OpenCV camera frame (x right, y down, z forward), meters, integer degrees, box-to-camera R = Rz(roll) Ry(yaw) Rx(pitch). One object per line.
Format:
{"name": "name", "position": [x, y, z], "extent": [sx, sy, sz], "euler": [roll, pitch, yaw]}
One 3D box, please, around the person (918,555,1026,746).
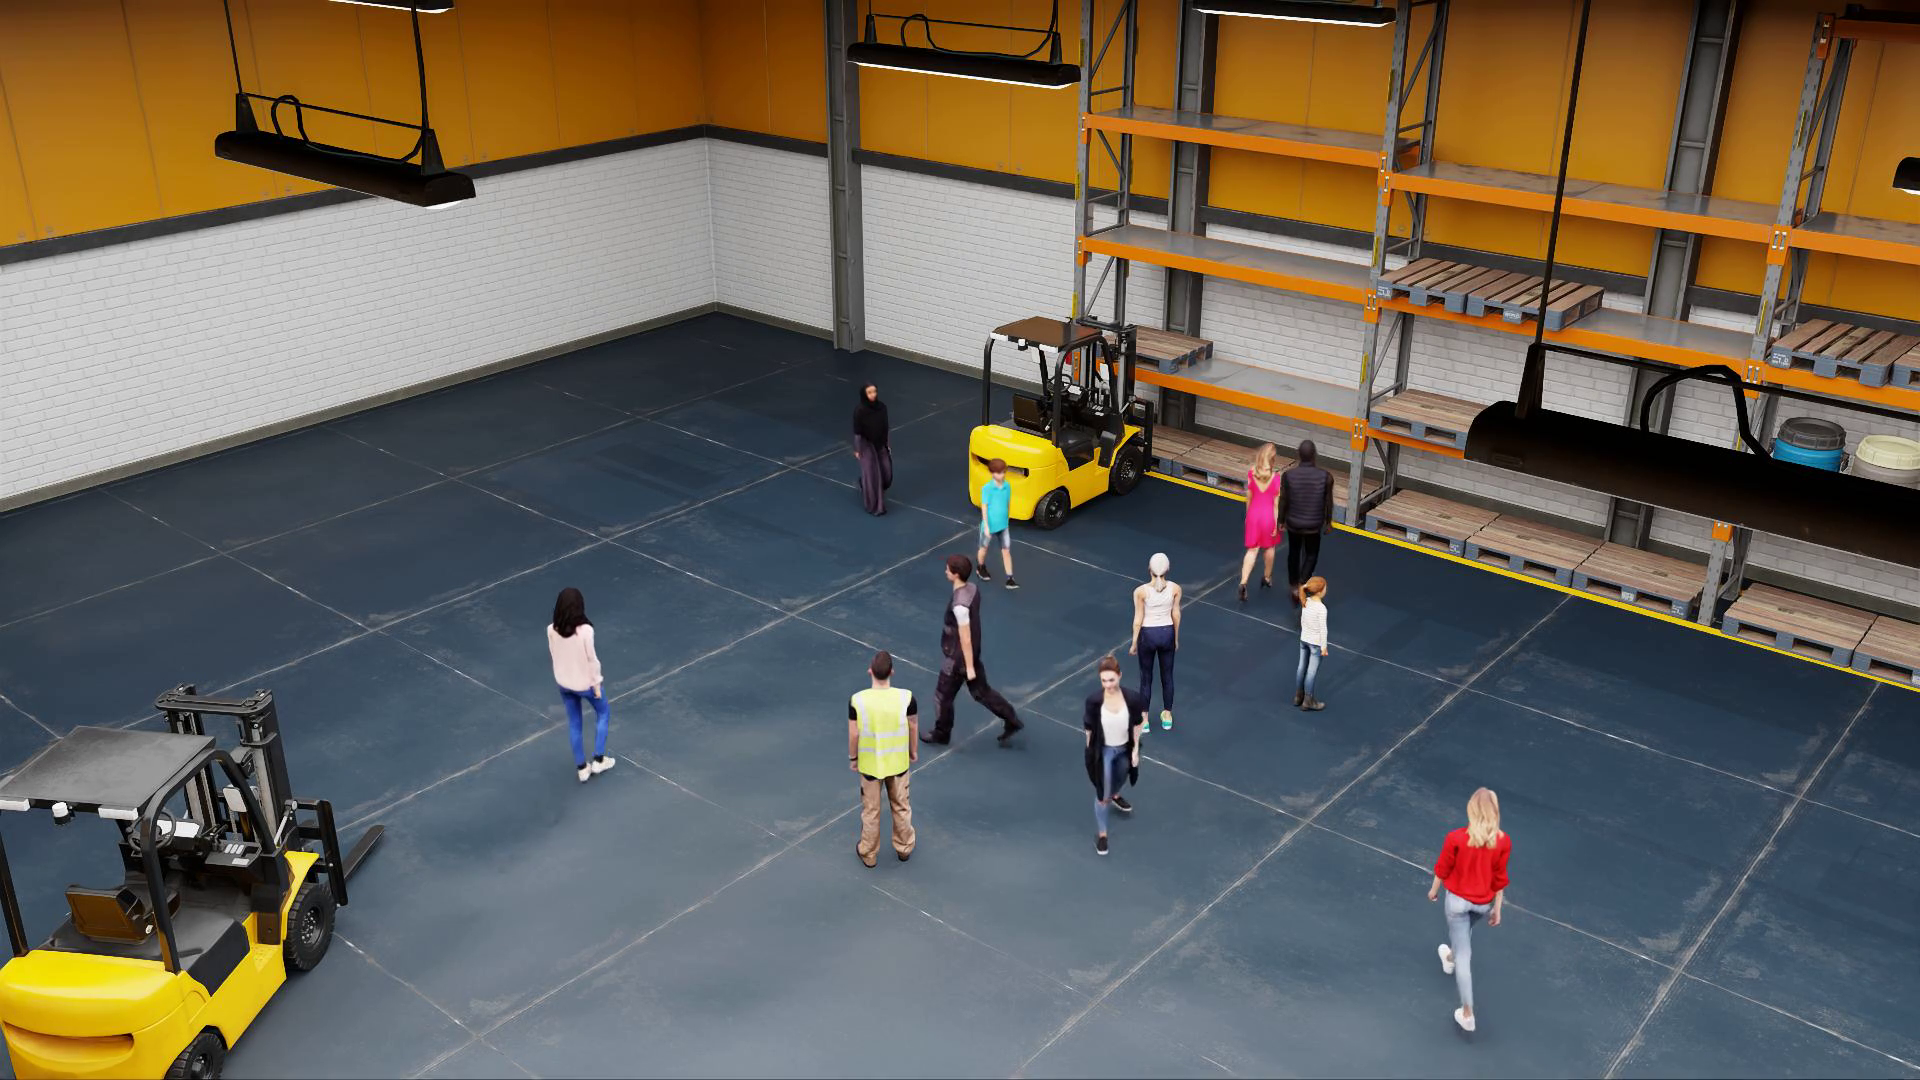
{"name": "person", "position": [0.136, 1.007, 14.428], "extent": [1.267, 1.808, 1.021], "euler": [6, 24, 13]}

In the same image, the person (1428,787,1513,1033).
{"name": "person", "position": [3.433, 2.524, 11.204], "extent": [1.118, 1.609, 1.164], "euler": [-1, 24, -3]}

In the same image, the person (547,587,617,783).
{"name": "person", "position": [-3.235, 1.253, 13.927], "extent": [0.677, 1.758, 0.819], "euler": [9, 25, 19]}

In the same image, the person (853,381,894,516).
{"name": "person", "position": [-1.053, -1.120, 19.546], "extent": [0.753, 1.605, 0.915], "euler": [-13, 27, -28]}

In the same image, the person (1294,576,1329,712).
{"name": "person", "position": [3.213, 0.936, 15.203], "extent": [0.607, 1.316, 0.526], "euler": [-11, 26, -24]}

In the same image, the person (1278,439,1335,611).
{"name": "person", "position": [3.523, -0.136, 17.035], "extent": [1.069, 1.814, 0.984], "euler": [7, 25, 16]}

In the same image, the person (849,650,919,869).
{"name": "person", "position": [-0.591, 1.684, 12.830], "extent": [0.855, 1.846, 0.906], "euler": [-5, 24, -10]}

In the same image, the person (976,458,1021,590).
{"name": "person", "position": [0.332, -0.197, 17.675], "extent": [0.801, 1.412, 1.018], "euler": [-10, 25, -21]}

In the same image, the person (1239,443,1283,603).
{"name": "person", "position": [3.083, -0.151, 17.222], "extent": [0.948, 1.691, 0.728], "euler": [14, 27, 29]}

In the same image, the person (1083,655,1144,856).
{"name": "person", "position": [1.207, 1.633, 13.181], "extent": [1.017, 1.658, 1.091], "euler": [-5, 24, -11]}

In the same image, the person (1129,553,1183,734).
{"name": "person", "position": [1.748, 0.907, 14.788], "extent": [0.682, 1.702, 0.724], "euler": [-4, 24, -10]}
